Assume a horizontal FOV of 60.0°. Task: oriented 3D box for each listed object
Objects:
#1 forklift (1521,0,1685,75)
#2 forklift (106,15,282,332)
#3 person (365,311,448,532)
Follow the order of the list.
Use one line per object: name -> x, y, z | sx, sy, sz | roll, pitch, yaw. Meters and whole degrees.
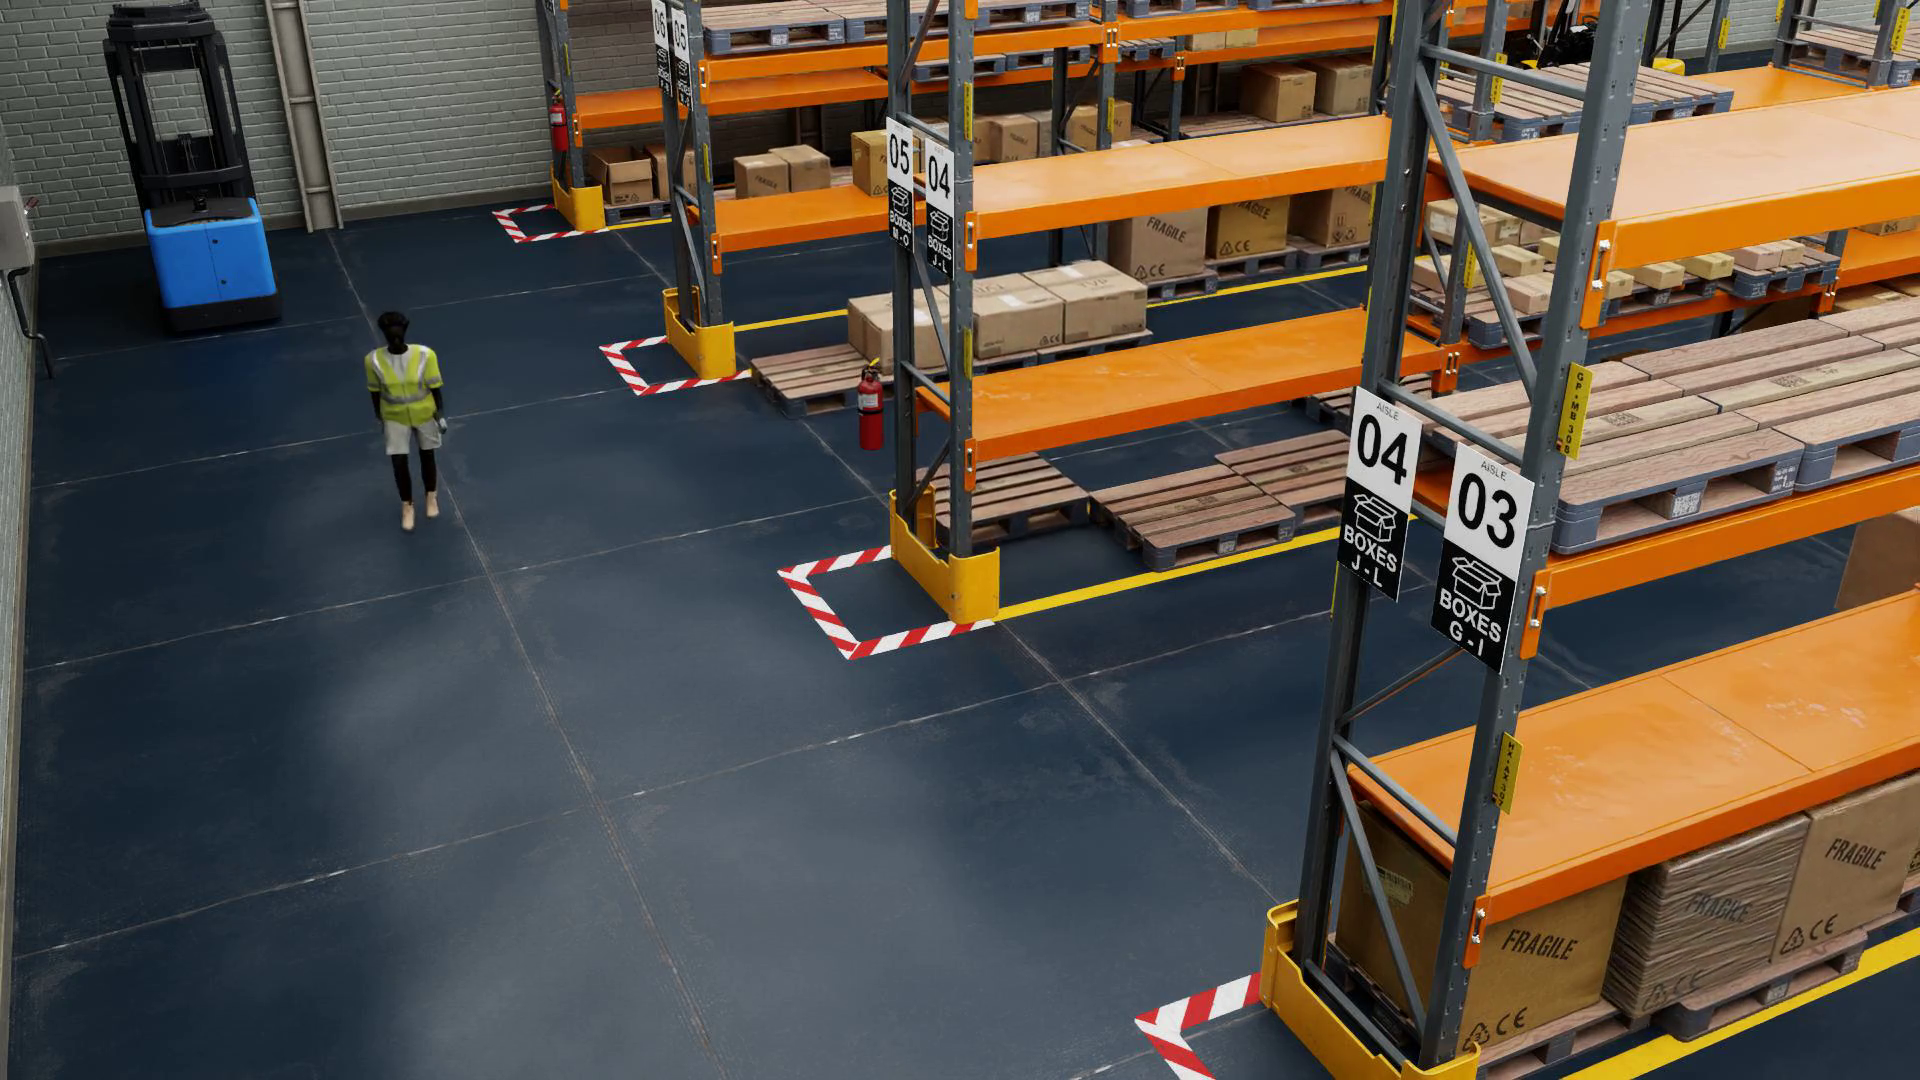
forklift -> 8.950, -6.807, 23.056 | 1.214, 2.155, 2.313 | -12, 30, -22
forklift -> -7.548, -3.672, 16.323 | 1.129, 2.768, 1.873 | -12, 30, -22
person -> -4.044, -0.878, 12.243 | 0.539, 1.676, 0.575 | -9, 29, -16
